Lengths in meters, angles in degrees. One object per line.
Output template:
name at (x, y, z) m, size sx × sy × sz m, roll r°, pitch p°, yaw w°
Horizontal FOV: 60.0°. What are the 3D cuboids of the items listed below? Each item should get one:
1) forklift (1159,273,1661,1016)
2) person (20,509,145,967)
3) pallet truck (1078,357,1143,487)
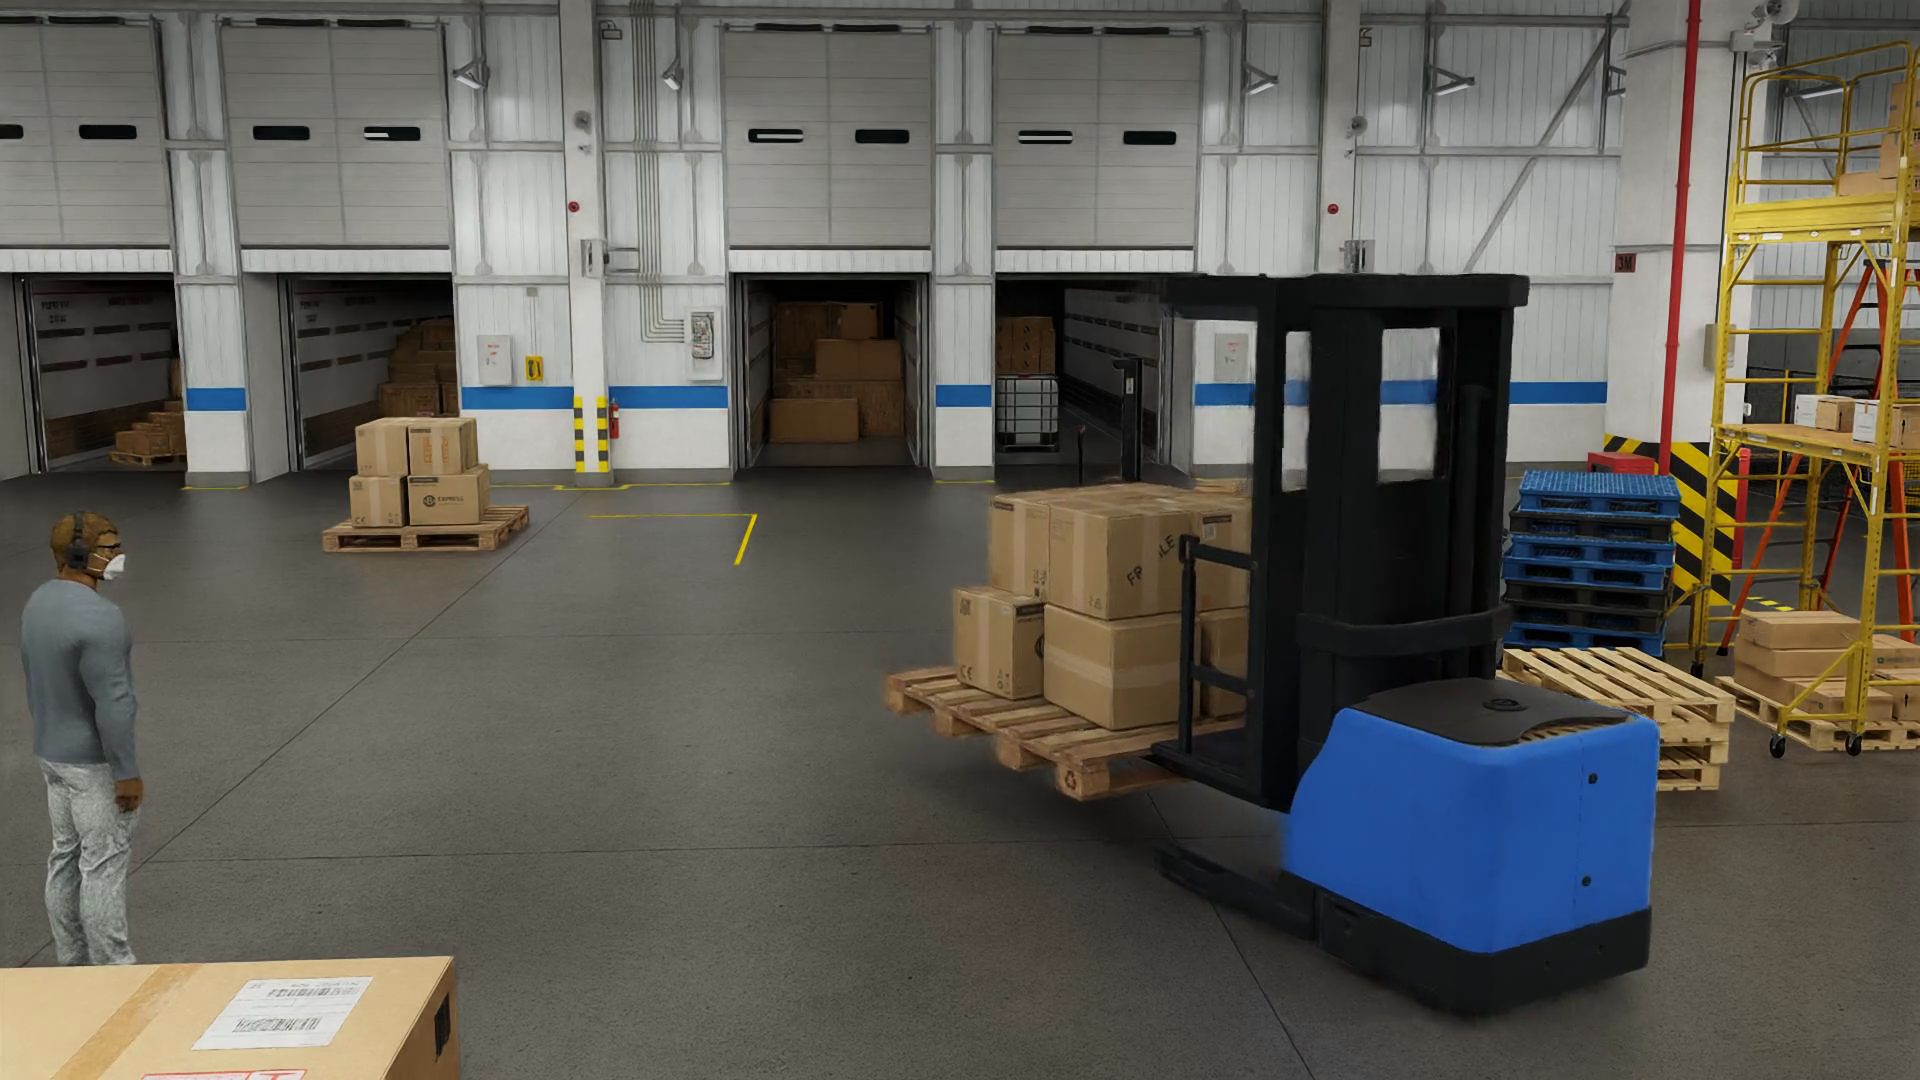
forklift at (1.879, 0.282, 6.979) m, size 1.129 × 2.768 × 1.873 m, roll -5°, pitch 10°, yaw -30°
person at (-3.345, 0.845, 6.402) m, size 0.629 × 1.937 × 0.379 m, roll 7°, pitch 11°, yaw 38°
pallet truck at (2.088, -0.836, 16.757) m, size 1.885 × 1.965 × 0.823 m, roll 2°, pitch 9°, yaw 13°
